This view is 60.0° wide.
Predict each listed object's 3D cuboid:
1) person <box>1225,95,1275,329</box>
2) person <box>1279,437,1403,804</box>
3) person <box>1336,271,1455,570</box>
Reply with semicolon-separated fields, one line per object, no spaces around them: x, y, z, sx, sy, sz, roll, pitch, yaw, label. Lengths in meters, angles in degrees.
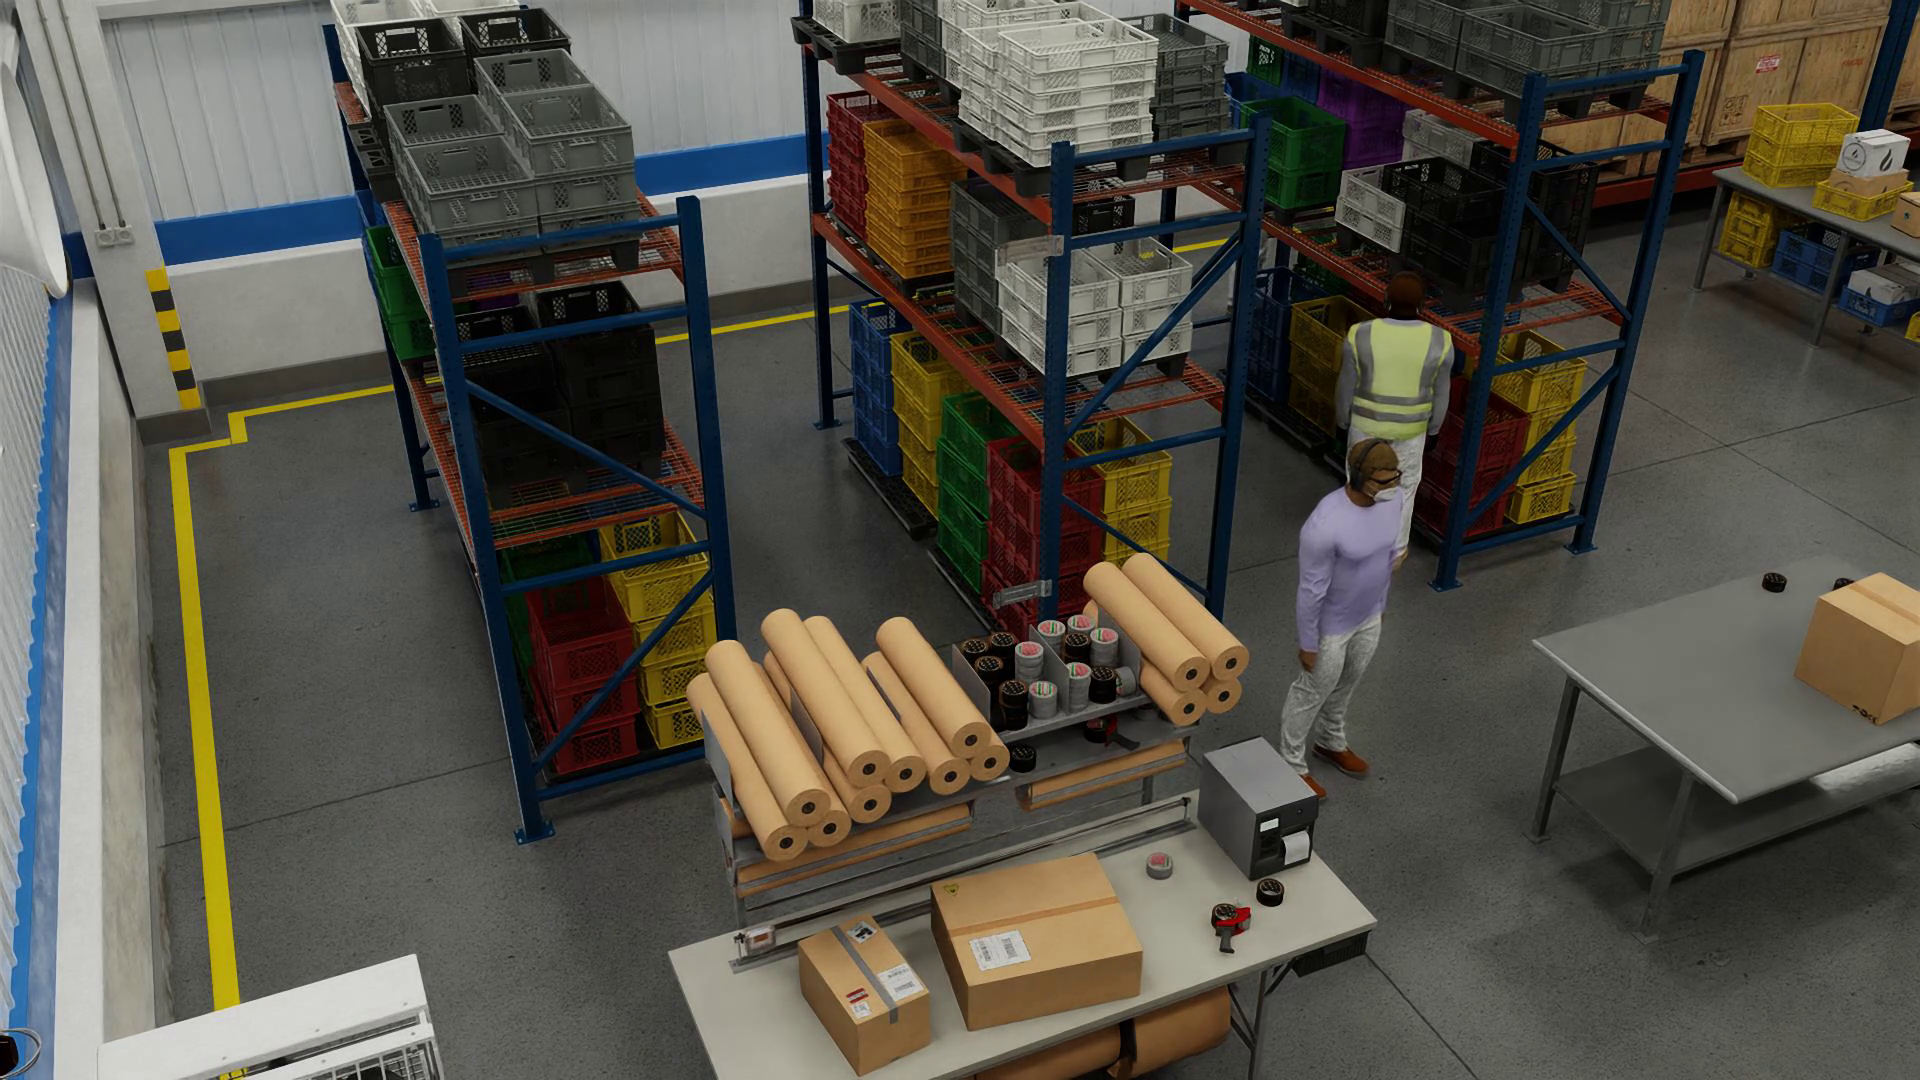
2.255;-2.517;12.505;0.349;1.882;0.577;-7;32;-11;person
1.785;0.368;7.776;0.628;1.931;0.358;-23;39;-33;person
2.457;-0.672;9.549;0.627;1.844;0.429;6;32;10;person
